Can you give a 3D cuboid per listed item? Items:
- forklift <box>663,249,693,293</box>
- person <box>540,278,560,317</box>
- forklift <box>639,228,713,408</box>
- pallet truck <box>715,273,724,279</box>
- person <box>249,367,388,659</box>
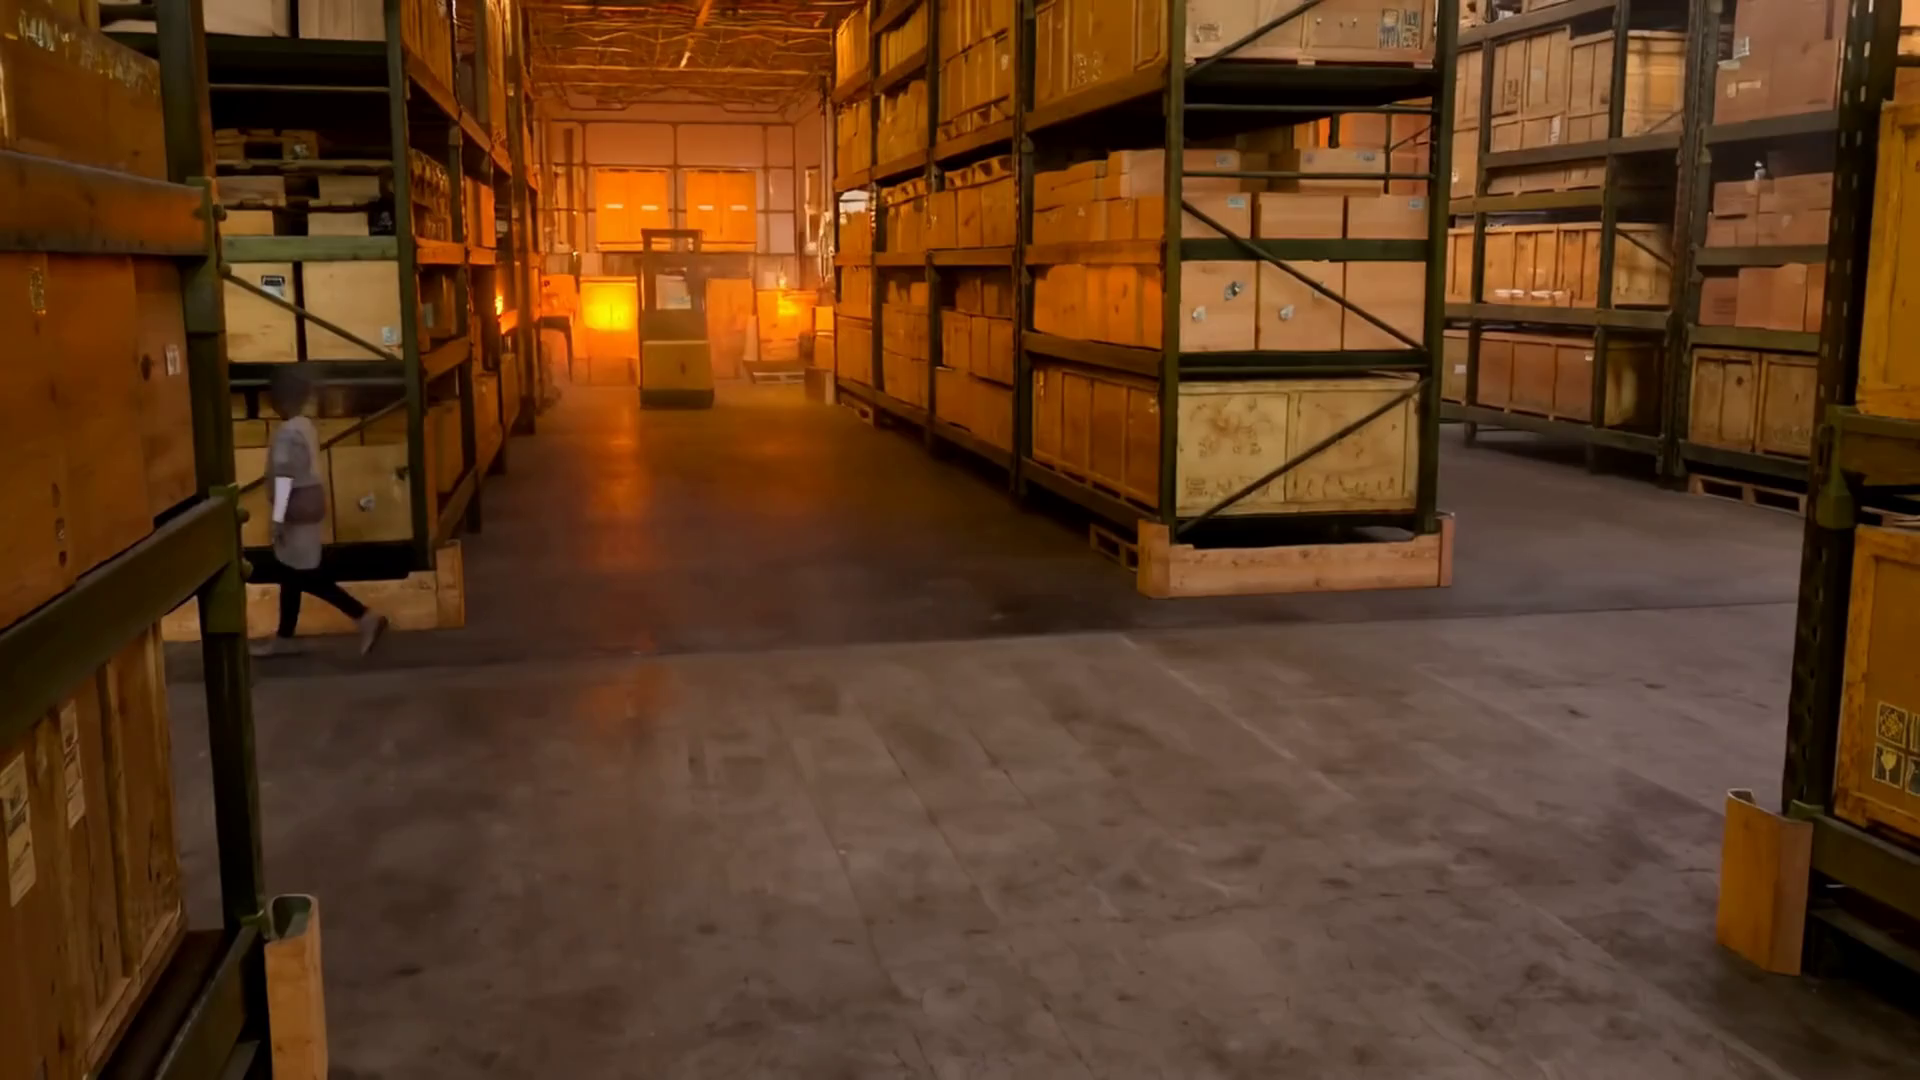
[{"bbox_3d":[-9.250,-8.206,54.841,1.129,2.768,1.873,-7,12,-38],"label":"forklift"},{"bbox_3d":[-10.344,-5.585,41.732,0.627,1.940,0.372,-2,10,-12],"label":"person"},{"bbox_3d":[-4.557,-3.546,26.435,1.129,2.768,1.873,-2,10,-12],"label":"forklift"},{"bbox_3d":[-8.580,-8.986,62.280,1.885,1.965,0.823,1,9,5],"label":"pallet truck"},{"bbox_3d":[-3.637,-0.137,9.341,0.740,1.675,0.537,-2,9,-10],"label":"person"}]
